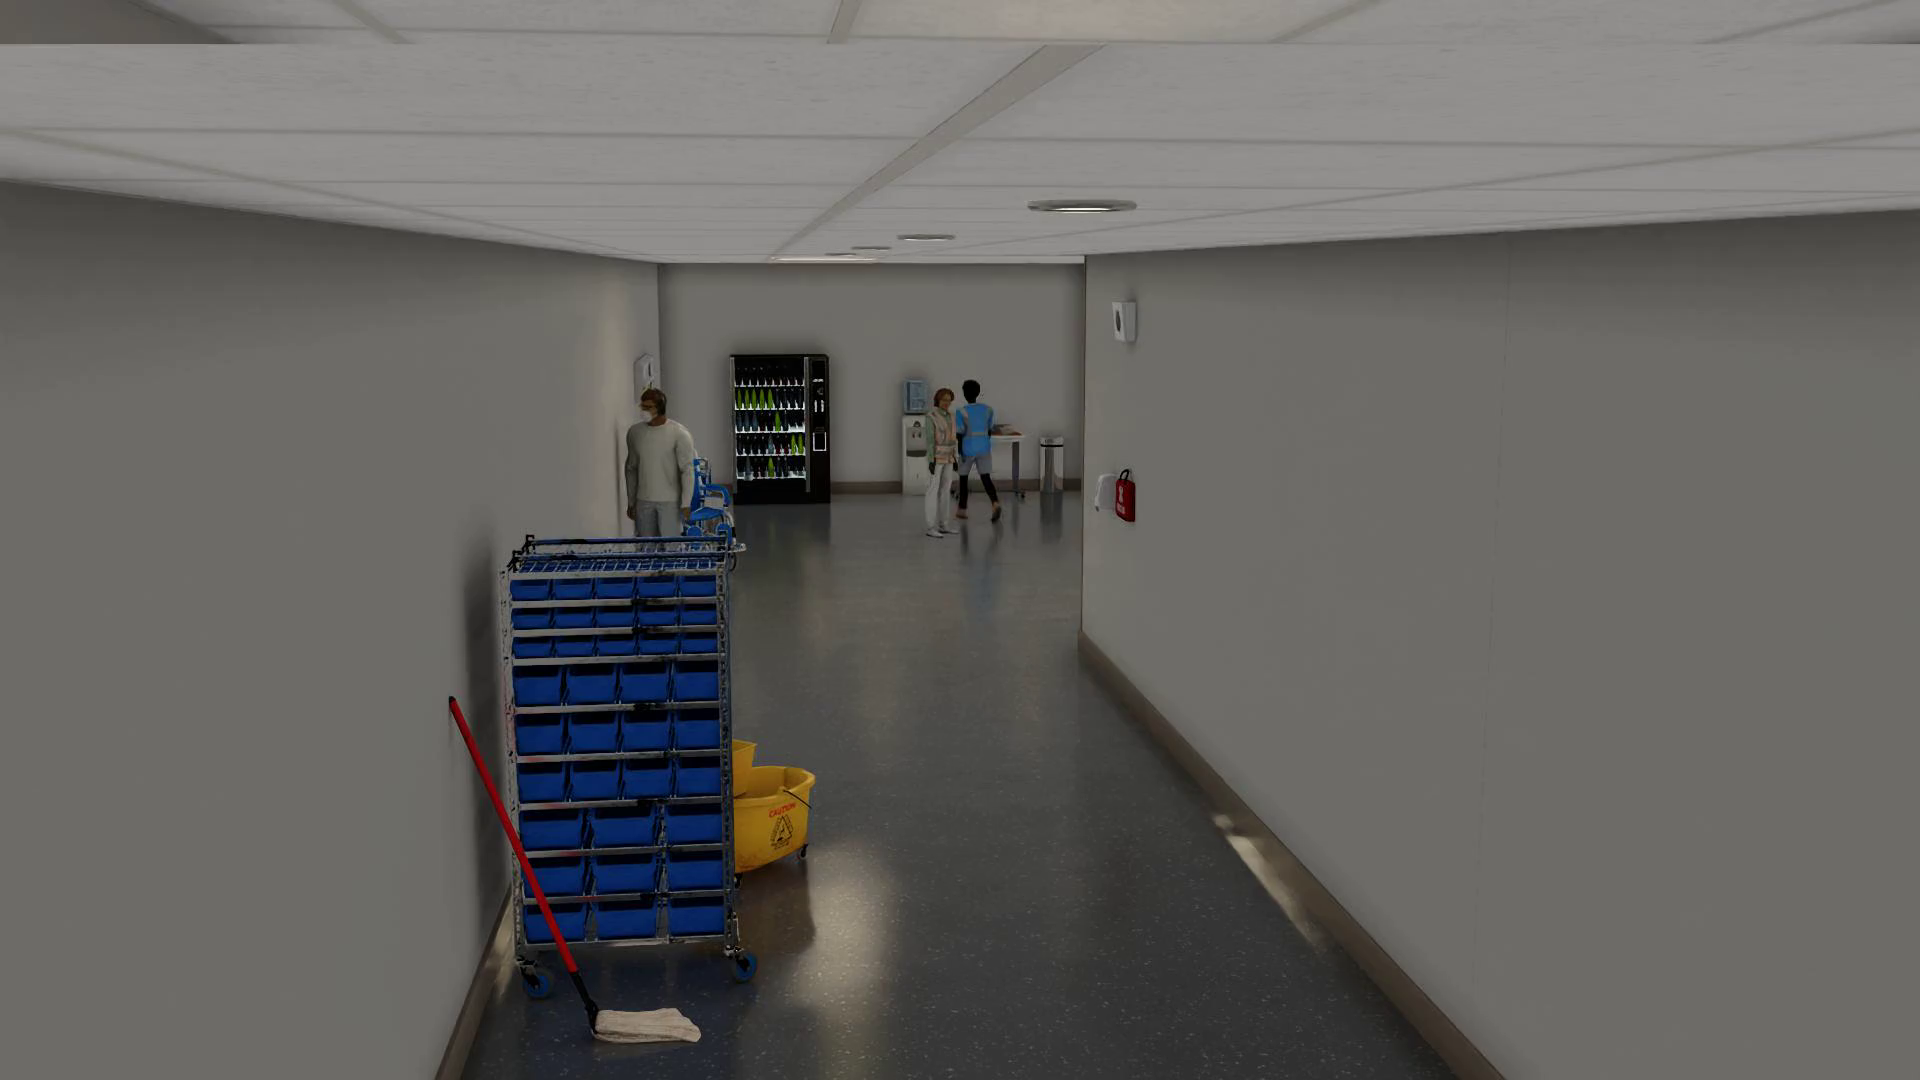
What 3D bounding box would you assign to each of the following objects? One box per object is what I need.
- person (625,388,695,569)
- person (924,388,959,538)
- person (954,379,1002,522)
[{"bbox_3d":[-2.539,-0.321,14.049,0.633,1.936,0.352,3,10,21],"label":"person"},{"bbox_3d":[-0.203,-0.855,18.313,0.313,1.637,0.513,7,11,36],"label":"person"},{"bbox_3d":[0.196,-1.043,19.390,0.540,1.669,0.803,-5,10,-27],"label":"person"}]
